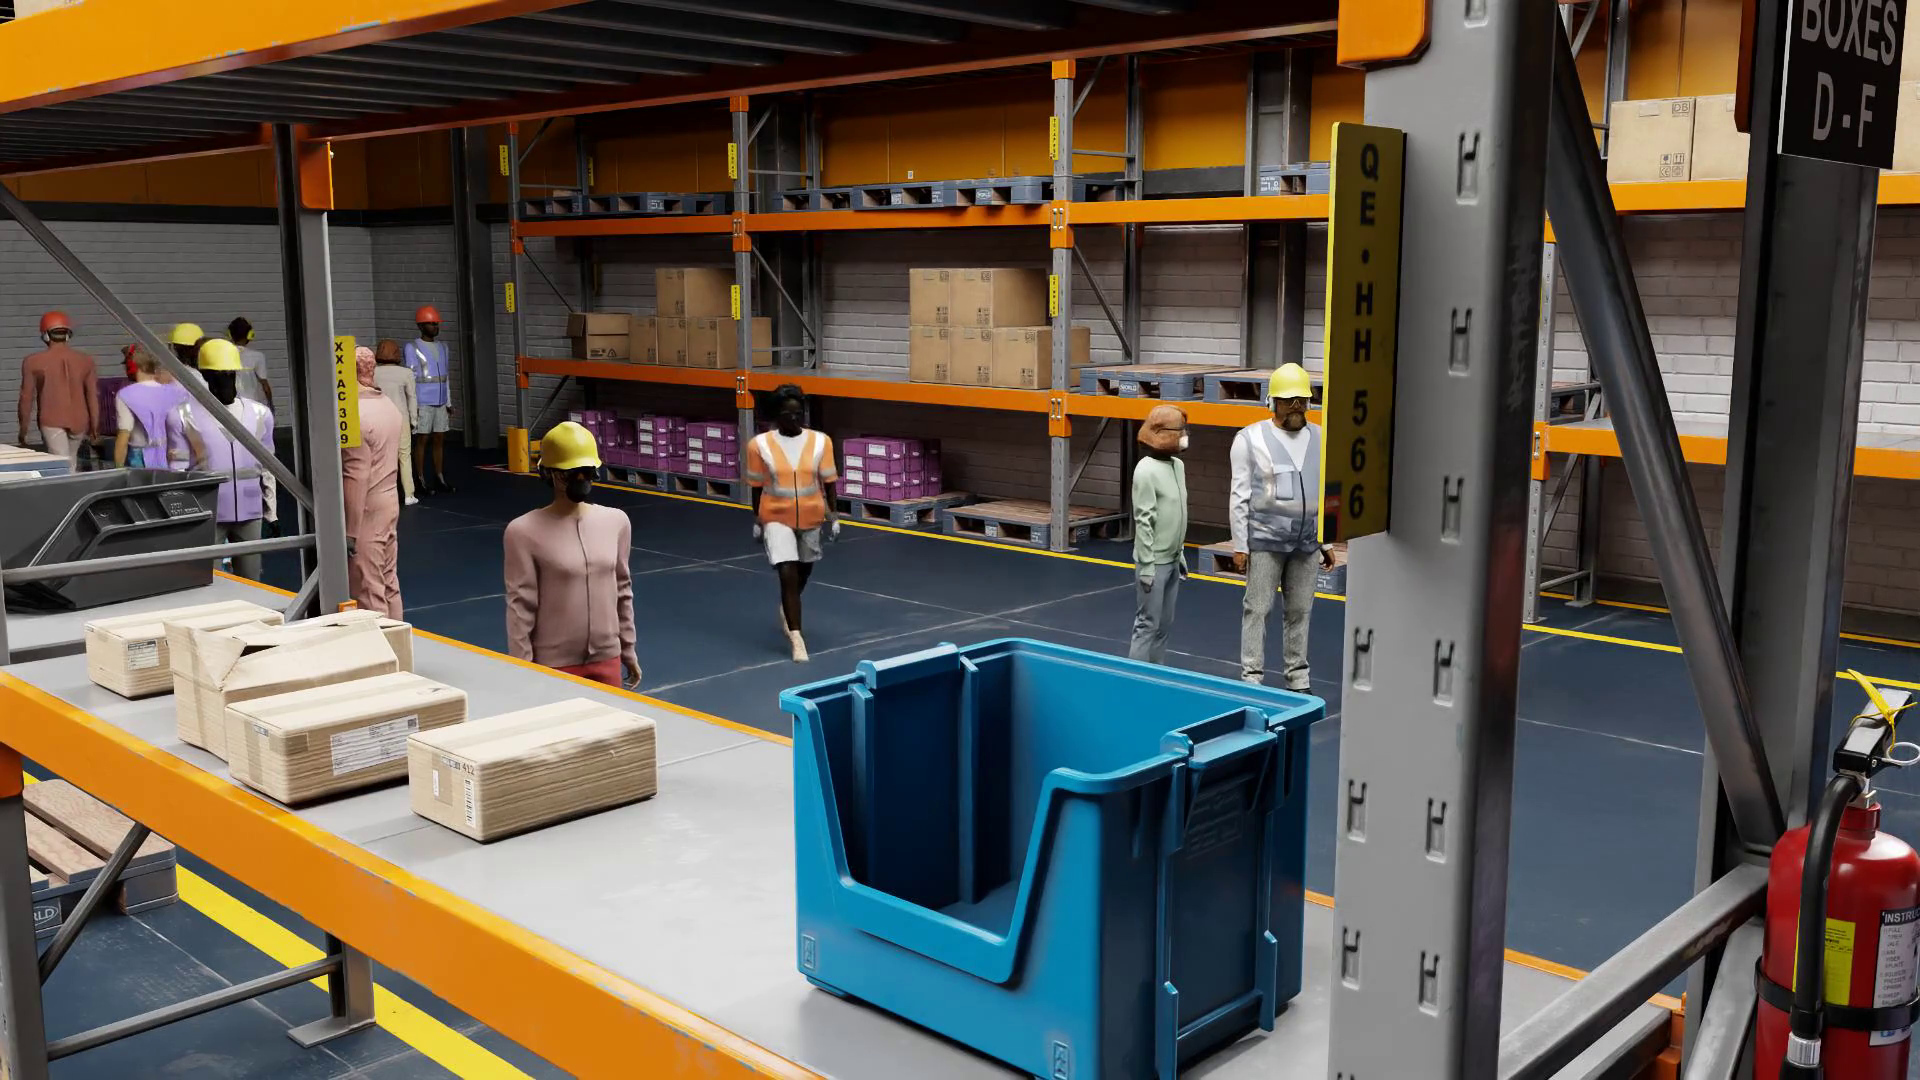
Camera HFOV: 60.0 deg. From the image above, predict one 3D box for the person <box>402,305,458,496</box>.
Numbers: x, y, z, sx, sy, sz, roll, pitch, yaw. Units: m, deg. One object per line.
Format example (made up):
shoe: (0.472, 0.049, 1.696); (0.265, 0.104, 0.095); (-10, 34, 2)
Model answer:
person: (-5.418, -1.425, 17.055); (0.357, 1.941, 0.546); (5, 11, 29)

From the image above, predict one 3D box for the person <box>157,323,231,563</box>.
person: (-5.959, -0.705, 12.753); (0.591, 1.910, 0.640); (7, 12, 36)

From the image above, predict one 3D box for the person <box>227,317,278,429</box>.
person: (-7.089, -1.291, 16.563); (0.559, 1.824, 0.964); (0, 9, 1)

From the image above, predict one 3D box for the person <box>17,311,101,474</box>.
person: (-7.886, -1.028, 14.622); (1.005, 1.953, 0.623); (7, 12, 36)

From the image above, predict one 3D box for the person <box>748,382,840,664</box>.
person: (-1.021, -0.142, 10.085); (0.531, 1.659, 0.867); (-3, 10, -17)

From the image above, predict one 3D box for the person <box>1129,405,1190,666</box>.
person: (1.032, 0.123, 8.509); (0.281, 1.632, 0.503); (5, 10, 28)

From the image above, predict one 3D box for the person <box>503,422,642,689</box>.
person: (-1.407, 0.446, 6.116); (0.533, 1.768, 0.310); (-9, 13, -44)

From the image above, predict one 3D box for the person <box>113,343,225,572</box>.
person: (-5.585, -0.469, 11.620); (0.921, 1.806, 0.580); (2, 9, 10)

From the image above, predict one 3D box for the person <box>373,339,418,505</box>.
person: (-5.569, -1.149, 16.300); (0.500, 1.633, 0.279); (-2, 9, -12)

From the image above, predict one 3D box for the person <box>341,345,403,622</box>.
person: (-3.272, -0.109, 9.094); (0.409, 1.907, 0.649); (0, 9, -2)

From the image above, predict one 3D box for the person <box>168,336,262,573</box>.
person: (-5.655, -0.625, 12.521); (0.581, 1.819, 0.673); (5, 10, 27)

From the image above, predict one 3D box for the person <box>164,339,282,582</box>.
person: (-4.100, -0.157, 9.313); (0.587, 1.930, 0.359); (-9, 13, -44)

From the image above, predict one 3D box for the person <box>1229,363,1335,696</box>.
person: (1.692, -0.002, 8.663); (0.598, 1.832, 0.404); (-3, 10, -16)
